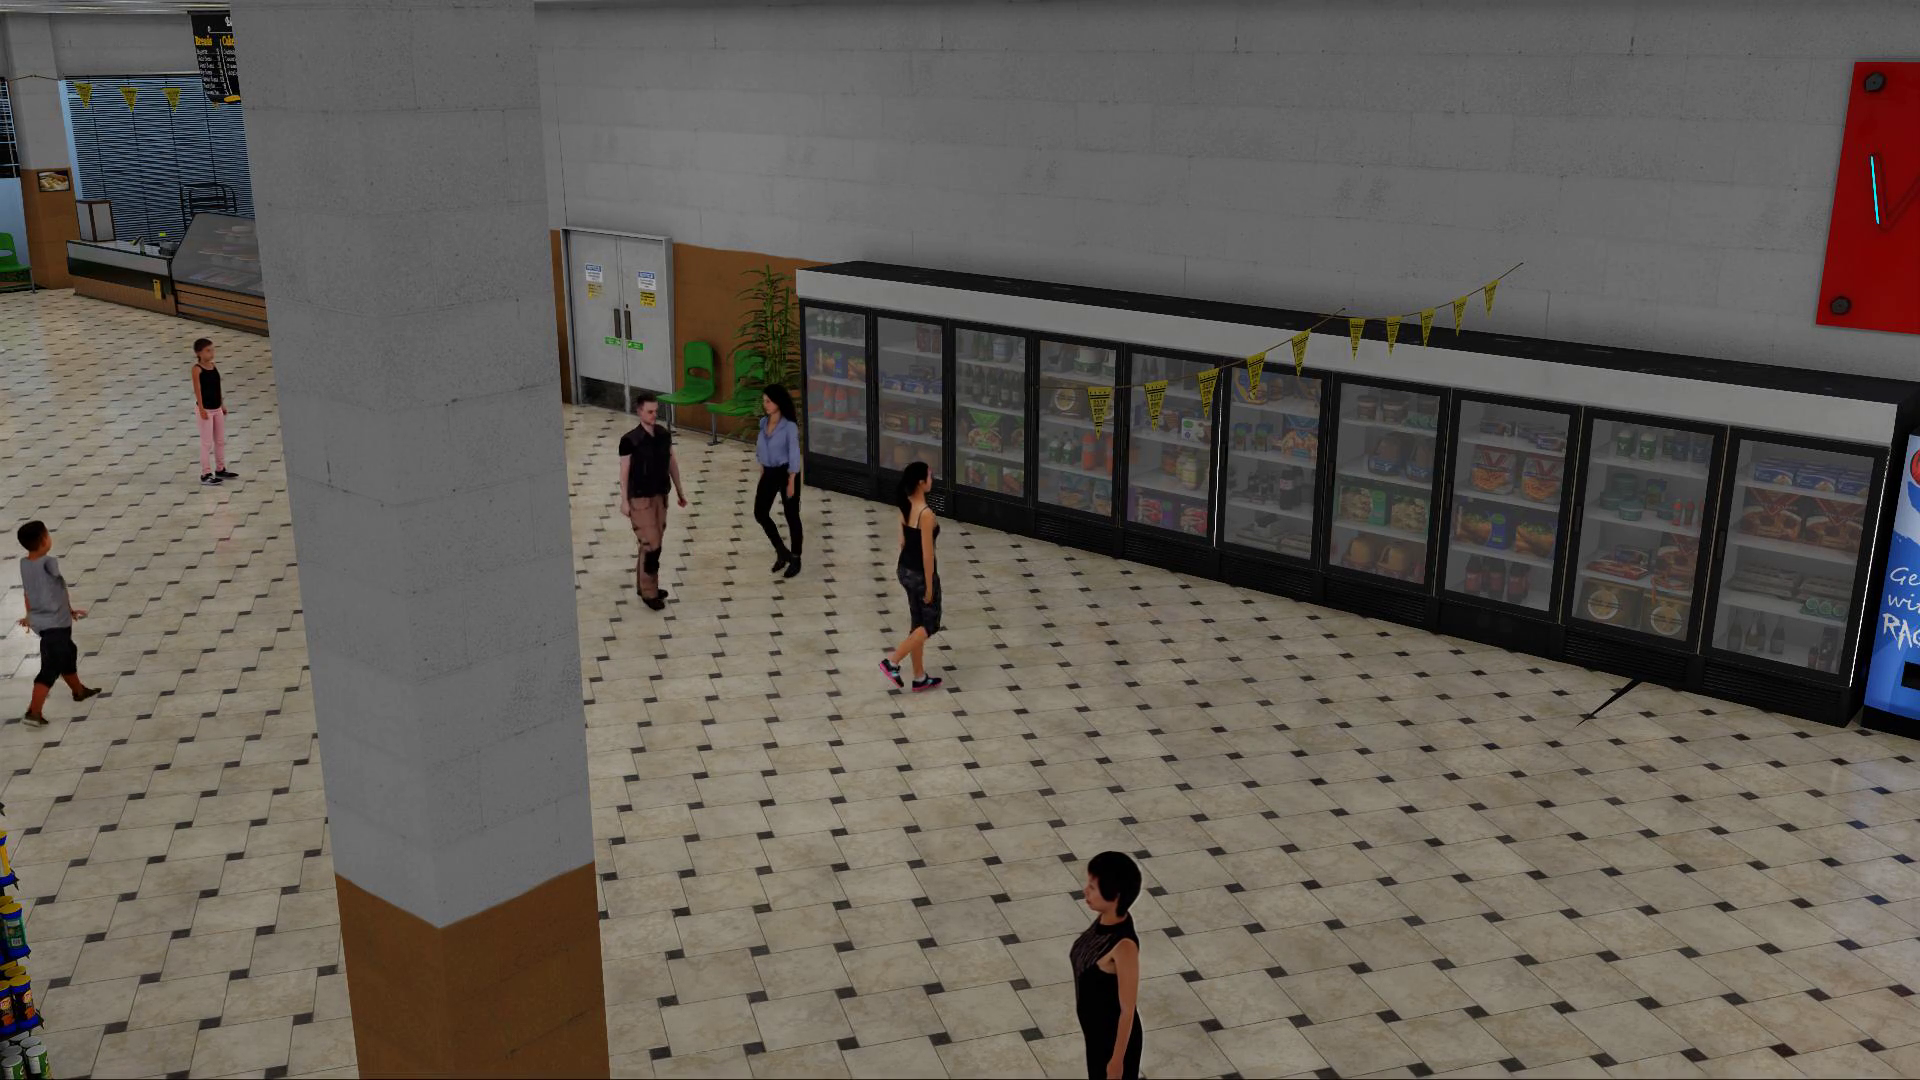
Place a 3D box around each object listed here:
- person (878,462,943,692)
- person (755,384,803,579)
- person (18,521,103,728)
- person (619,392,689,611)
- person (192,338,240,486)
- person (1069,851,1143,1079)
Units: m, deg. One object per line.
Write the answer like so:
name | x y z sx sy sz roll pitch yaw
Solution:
person | -0.382 0.296 11.933 0.848 1.715 0.675 -12 20 -33
person | -1.514 -0.528 14.618 0.701 1.732 0.638 9 19 26
person | -6.390 0.551 11.589 0.850 1.428 1.085 4 17 12
person | -2.683 -0.358 13.913 0.781 1.817 0.708 9 19 28
person | -7.999 -1.379 17.715 0.642 1.562 0.541 5 18 15
person | 0.604 1.972 6.608 0.701 1.604 0.656 -3 17 -9
